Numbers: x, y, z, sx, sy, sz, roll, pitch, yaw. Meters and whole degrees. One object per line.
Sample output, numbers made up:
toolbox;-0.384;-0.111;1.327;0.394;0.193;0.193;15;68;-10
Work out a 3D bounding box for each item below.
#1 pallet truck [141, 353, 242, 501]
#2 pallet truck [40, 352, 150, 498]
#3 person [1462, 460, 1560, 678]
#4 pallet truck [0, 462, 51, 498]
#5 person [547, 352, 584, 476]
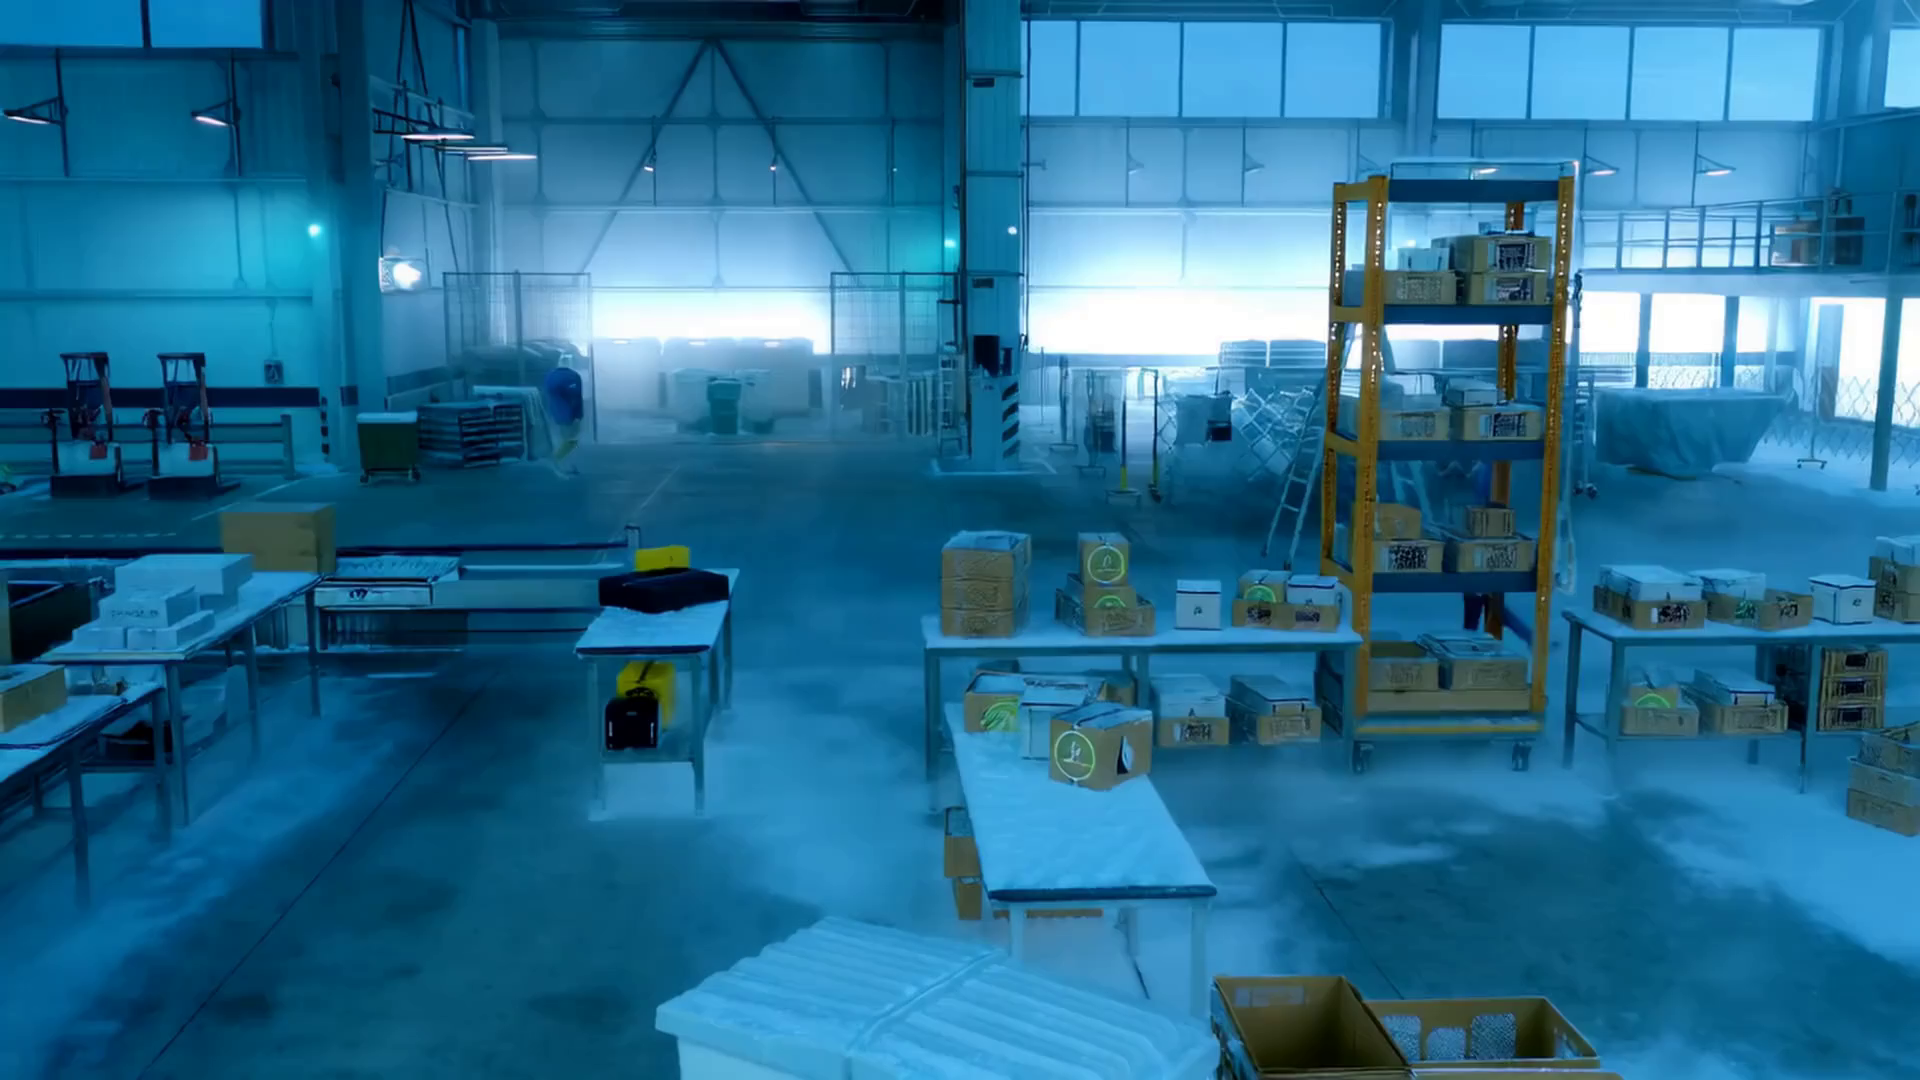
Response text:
pallet truck;-10.520;-1.604;22.925;0.823;1.965;1.885;-1;9;-6
pallet truck;-11.907;-1.642;23.165;0.823;1.965;1.885;0;9;0
person;4.051;0.055;12.463;0.878;2.020;0.613;5;10;27
pallet truck;-13.193;-1.293;23.148;0.653;1.274;1.630;-1;9;-4
person;-5.923;-1.862;24.927;0.647;1.885;0.696;5;10;27
